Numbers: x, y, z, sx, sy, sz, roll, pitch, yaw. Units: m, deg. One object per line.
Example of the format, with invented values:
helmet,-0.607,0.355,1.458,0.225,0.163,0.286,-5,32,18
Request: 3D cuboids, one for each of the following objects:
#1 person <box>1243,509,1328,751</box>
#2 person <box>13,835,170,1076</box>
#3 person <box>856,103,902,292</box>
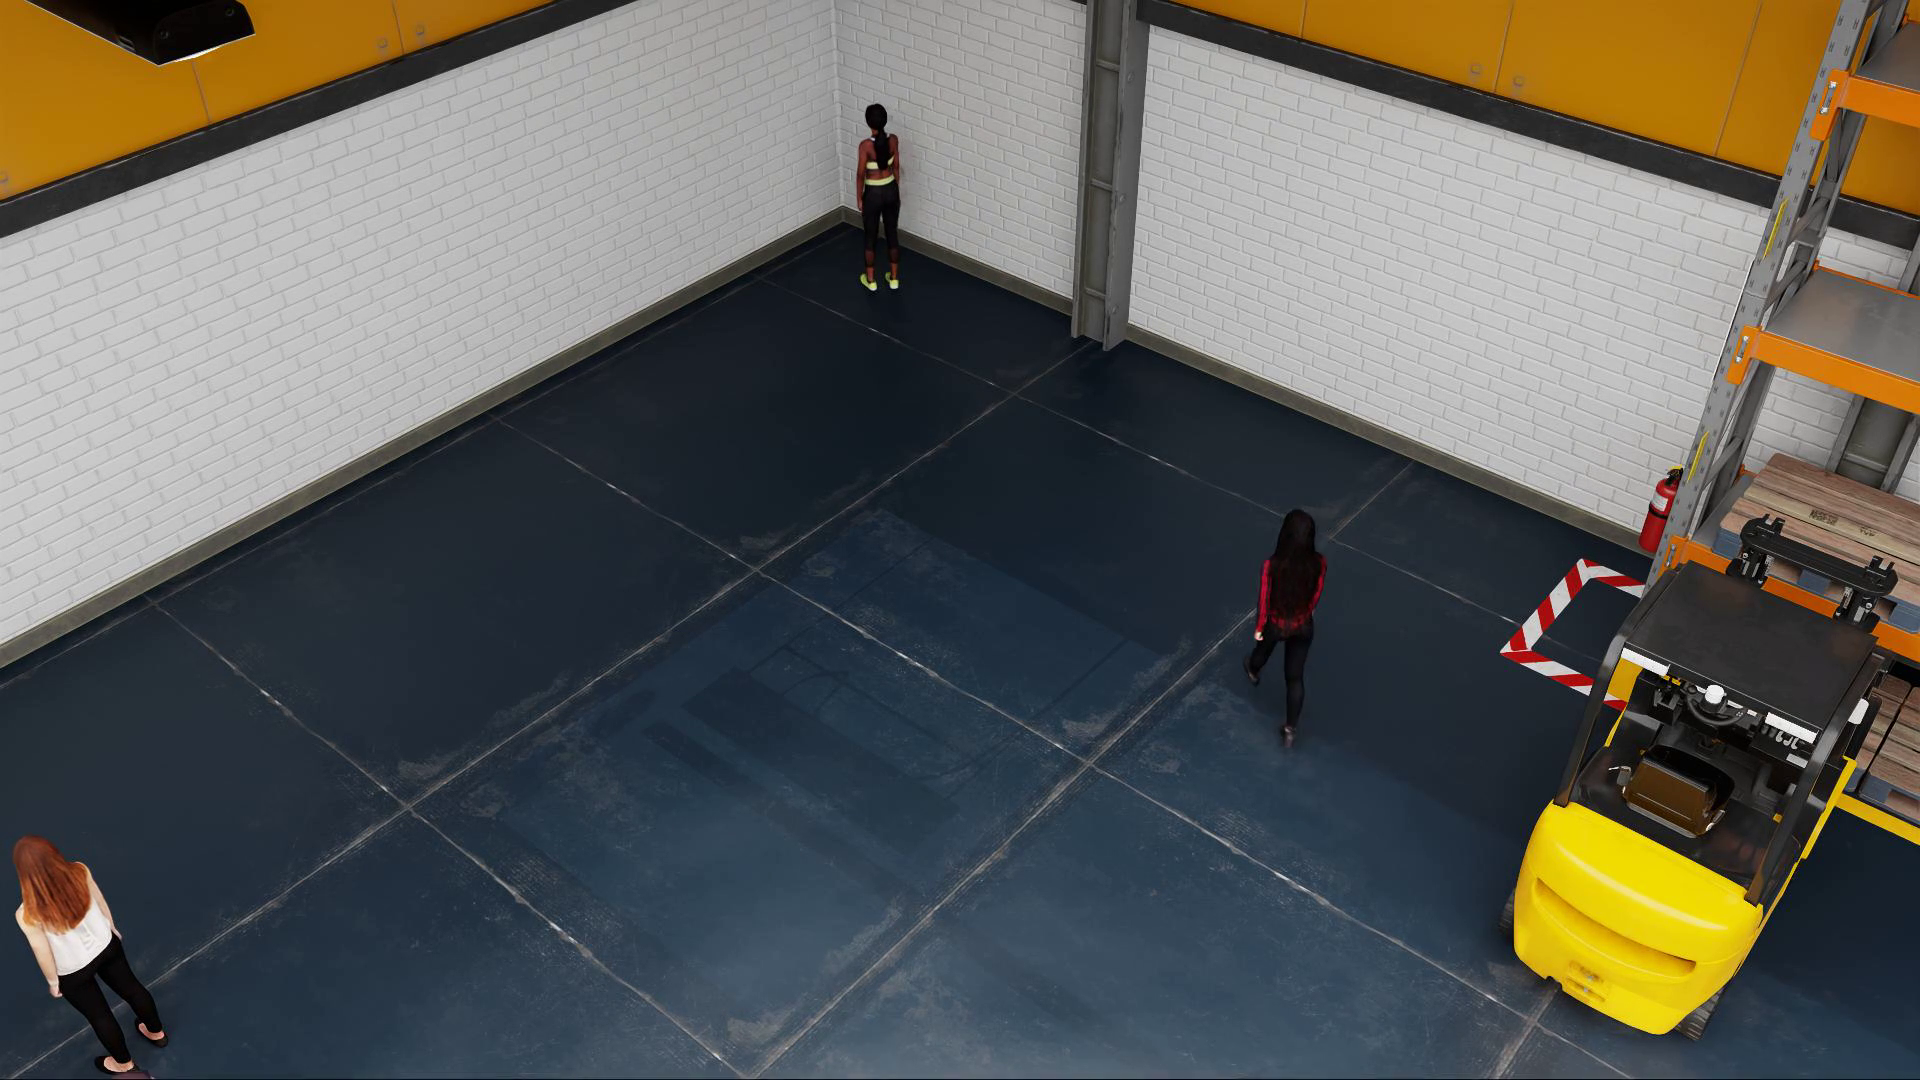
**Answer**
person,2.058,0.591,10.288,1.013,1.616,1.114,-6,39,-7
person,-4.379,2.080,8.338,0.584,1.722,0.622,17,41,20
person,-0.675,-3.013,14.690,0.662,1.753,0.692,-15,41,-18
